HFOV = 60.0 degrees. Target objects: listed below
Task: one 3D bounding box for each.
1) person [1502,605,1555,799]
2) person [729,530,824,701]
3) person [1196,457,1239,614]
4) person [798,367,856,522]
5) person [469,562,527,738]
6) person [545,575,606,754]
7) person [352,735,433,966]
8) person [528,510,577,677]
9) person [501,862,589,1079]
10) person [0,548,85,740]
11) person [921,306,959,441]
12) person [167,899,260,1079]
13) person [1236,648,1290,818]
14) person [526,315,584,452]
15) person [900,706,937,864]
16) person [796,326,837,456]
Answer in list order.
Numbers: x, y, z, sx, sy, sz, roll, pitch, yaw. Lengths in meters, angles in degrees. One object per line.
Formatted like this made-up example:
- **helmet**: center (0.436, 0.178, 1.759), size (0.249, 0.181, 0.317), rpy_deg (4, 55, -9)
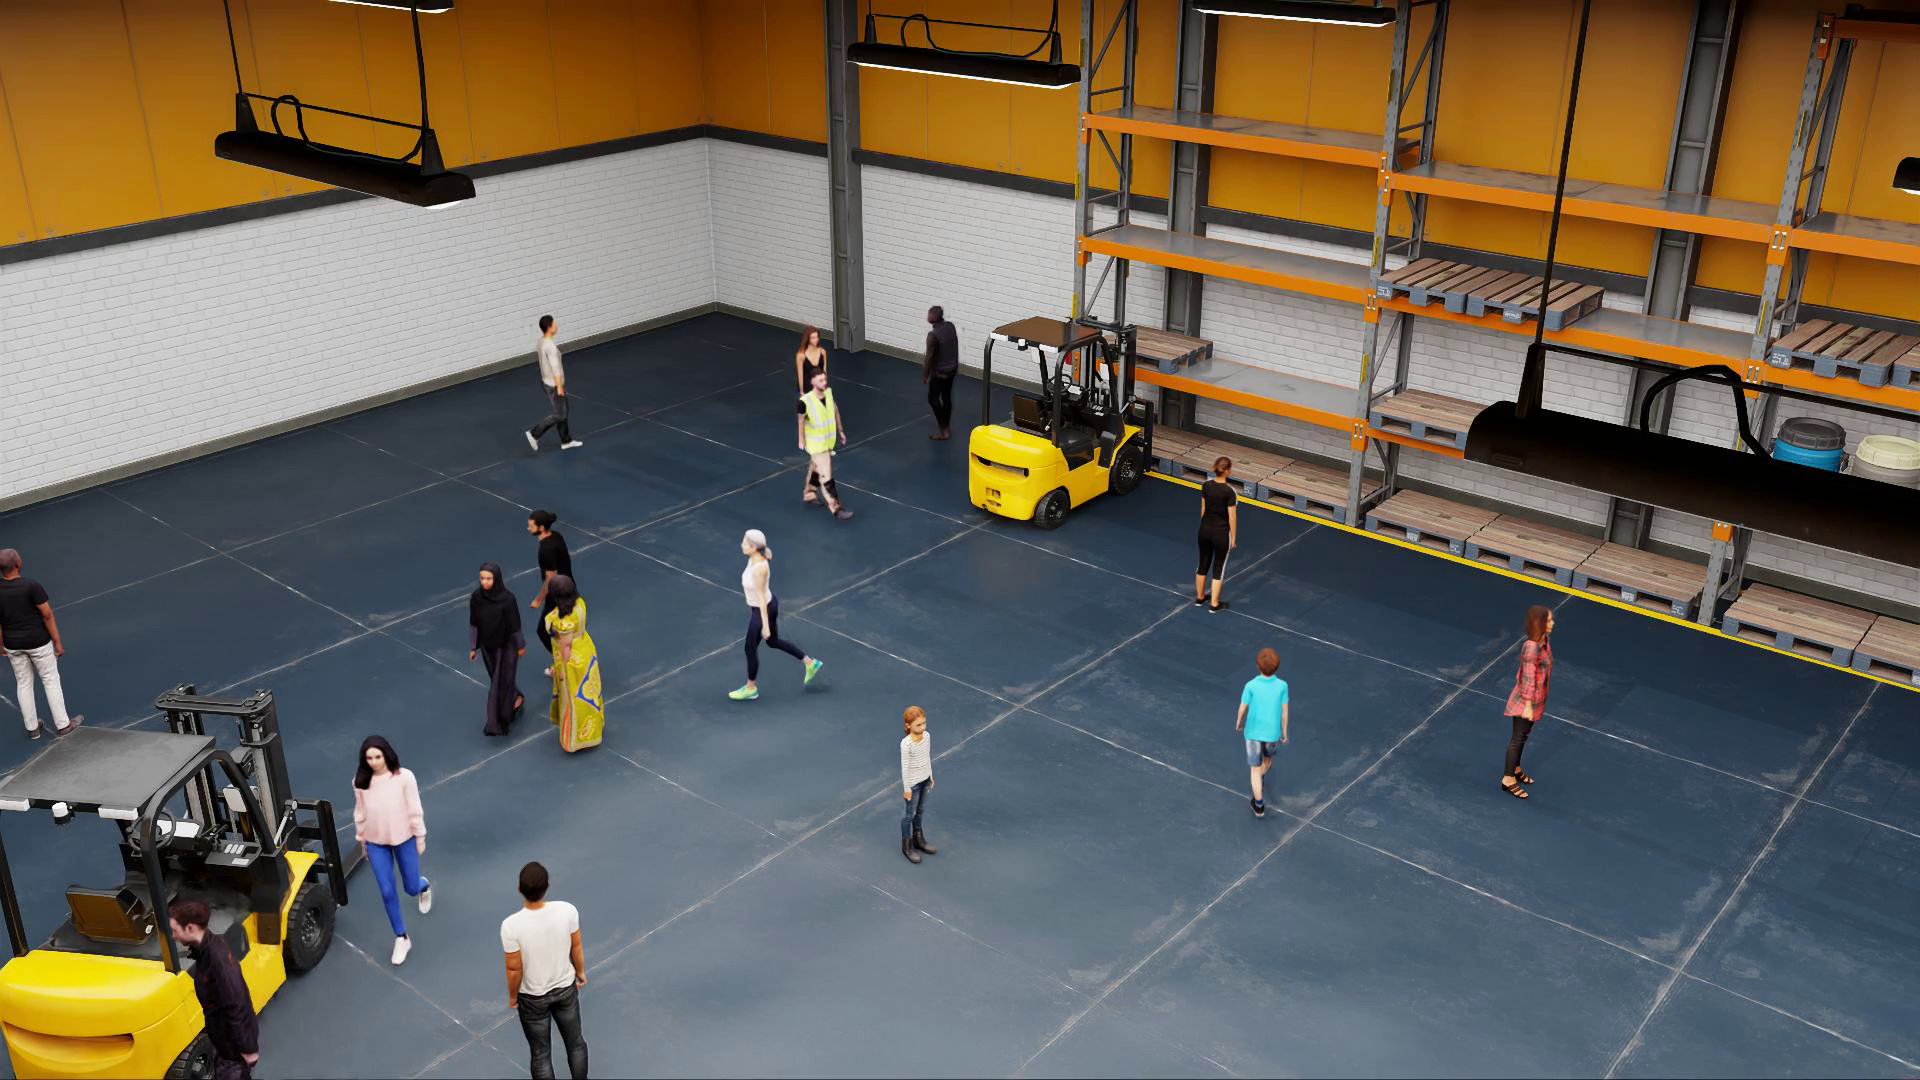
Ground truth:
- **person**: center (4.730, 1.320, 13.845), size (0.609, 1.700, 0.650), rpy_deg (12, 27, 26)
- **person**: center (-1.714, 0.692, 15.315), size (1.118, 1.673, 1.109), rpy_deg (-4, 24, -8)
- **person**: center (2.618, -0.067, 17.059), size (0.478, 1.668, 0.652), rpy_deg (22, 32, 40)
- **person**: center (-1.665, -1.141, 19.361), size (1.169, 1.791, 0.719), rpy_deg (17, 29, 34)
- **person**: center (-4.100, 0.900, 14.912), size (1.119, 1.616, 0.959), rpy_deg (7, 24, 15)
- **person**: center (-3.374, 1.046, 14.525), size (1.035, 1.658, 1.007), rpy_deg (2, 24, 3)
- **person**: center (-4.042, 2.137, 11.913), size (0.980, 1.751, 1.027), rpy_deg (-1, 24, -2)
- **person**: center (-3.715, 0.536, 15.619), size (0.926, 1.717, 0.871), rpy_deg (-1, 24, -2)
- **person**: center (-2.577, 2.786, 10.362), size (0.706, 1.803, 0.648), rpy_deg (-14, 27, -28)
- **person**: center (-8.208, 0.911, 14.649), size (0.760, 1.805, 0.807), rpy_deg (-3, 24, -8)
- **person**: center (-0.211, -2.223, 21.810), size (0.753, 1.813, 0.573), rpy_deg (-16, 28, -32)
- **person**: center (-4.261, 2.945, 9.905), size (0.880, 1.879, 0.802), rpy_deg (-20, 30, -38)
- **person**: center (2.487, 1.589, 13.580), size (0.900, 1.420, 0.950), rpy_deg (-1, 24, -3)
- **person**: center (-5.271, -1.972, 21.258), size (0.928, 1.796, 1.000), rpy_deg (-13, 27, -28)
- **person**: center (-0.348, 1.889, 13.023), size (0.486, 1.316, 0.471), rpy_deg (18, 29, 35)
- **person**: center (-1.929, -1.927, 21.269), size (0.727, 1.704, 0.818), rpy_deg (-11, 26, -23)
